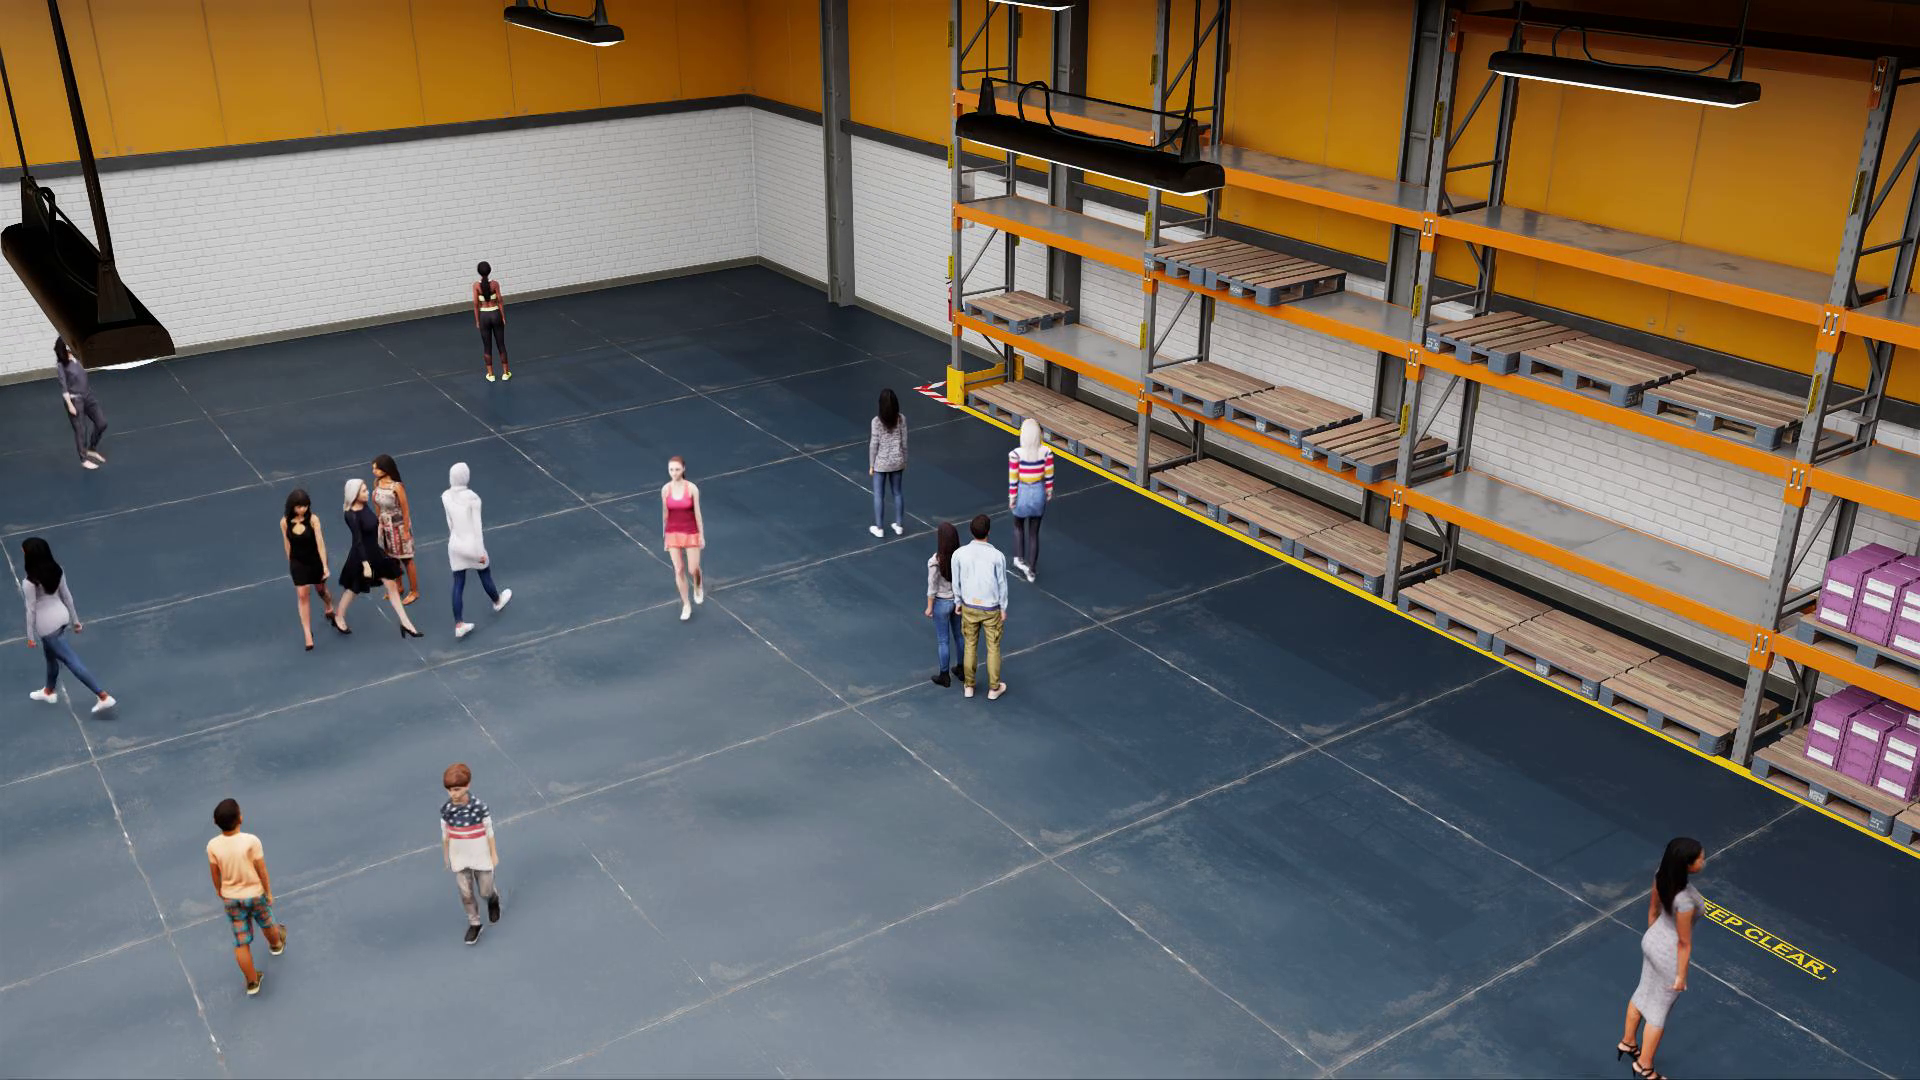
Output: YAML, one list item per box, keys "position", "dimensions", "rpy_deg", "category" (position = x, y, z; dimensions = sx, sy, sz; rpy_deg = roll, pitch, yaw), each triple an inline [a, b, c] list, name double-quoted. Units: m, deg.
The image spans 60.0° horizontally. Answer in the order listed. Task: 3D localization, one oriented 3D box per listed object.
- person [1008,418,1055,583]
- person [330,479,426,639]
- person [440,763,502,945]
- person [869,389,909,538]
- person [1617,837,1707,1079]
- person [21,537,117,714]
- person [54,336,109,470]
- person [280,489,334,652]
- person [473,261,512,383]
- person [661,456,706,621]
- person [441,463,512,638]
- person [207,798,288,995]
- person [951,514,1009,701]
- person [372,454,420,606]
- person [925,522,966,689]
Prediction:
- position: [0.758, -0.403, 17.716]
  dimensions: [0.829, 1.791, 0.894]
  rpy_deg: [-3, 24, -7]
  category: "person"
- position: [-5.927, 0.236, 16.375]
  dimensions: [1.131, 1.693, 1.162]
  rpy_deg: [1, 24, 2]
  category: "person"
- position: [-3.549, 2.242, 12.117]
  dimensions: [0.697, 1.429, 0.767]
  rpy_deg: [0, 24, 1]
  category: "person"
- position: [-0.813, -0.878, 18.877]
  dimensions: [0.648, 1.731, 0.582]
  rpy_deg: [-11, 26, -24]
  category: "person"
- position: [4.509, 2.684, 10.667]
  dimensions: [0.735, 1.780, 0.636]
  rpy_deg: [-2, 24, -4]
  category: "person"
- position: [-8.112, 0.816, 15.053]
  dimensions: [1.224, 1.690, 1.151]
  rpy_deg: [5, 24, 10]
  category: "person"
- position: [-11.109, -1.740, 20.827]
  dimensions: [0.798, 1.749, 0.746]
  rpy_deg: [6, 24, 13]
  category: "person"
- position: [-6.445, 0.229, 16.495]
  dimensions: [0.772, 1.610, 1.064]
  rpy_deg: [-6, 24, -13]
  category: "person"
- position: [-6.800, -3.171, 24.095]
  dimensions: [0.625, 1.754, 0.612]
  rpy_deg: [-6, 24, -14]
  category: "person"
- position: [-2.807, -0.064, 16.996]
  dimensions: [0.778, 1.746, 0.848]
  rpy_deg: [2, 24, 4]
  category: "person"
- position: [-4.961, 0.135, 16.555]
  dimensions: [1.127, 1.735, 1.112]
  rpy_deg: [7, 25, 17]
  category: "person"
- position: [-4.972, 2.498, 11.517]
  dimensions: [0.762, 1.439, 0.963]
  rpy_deg: [-5, 24, -11]
  category: "person"
- position: [0.200, 0.617, 15.355]
  dimensions: [0.729, 1.812, 0.814]
  rpy_deg: [6, 24, 14]
  category: "person"
- position: [-5.871, -0.137, 17.293]
  dimensions: [0.617, 1.642, 0.781]
  rpy_deg: [14, 27, 29]
  category: "person"
- position: [-0.098, 0.597, 15.624]
  dimensions: [0.614, 1.633, 0.525]
  rpy_deg: [-18, 29, -35]
  category: "person"
